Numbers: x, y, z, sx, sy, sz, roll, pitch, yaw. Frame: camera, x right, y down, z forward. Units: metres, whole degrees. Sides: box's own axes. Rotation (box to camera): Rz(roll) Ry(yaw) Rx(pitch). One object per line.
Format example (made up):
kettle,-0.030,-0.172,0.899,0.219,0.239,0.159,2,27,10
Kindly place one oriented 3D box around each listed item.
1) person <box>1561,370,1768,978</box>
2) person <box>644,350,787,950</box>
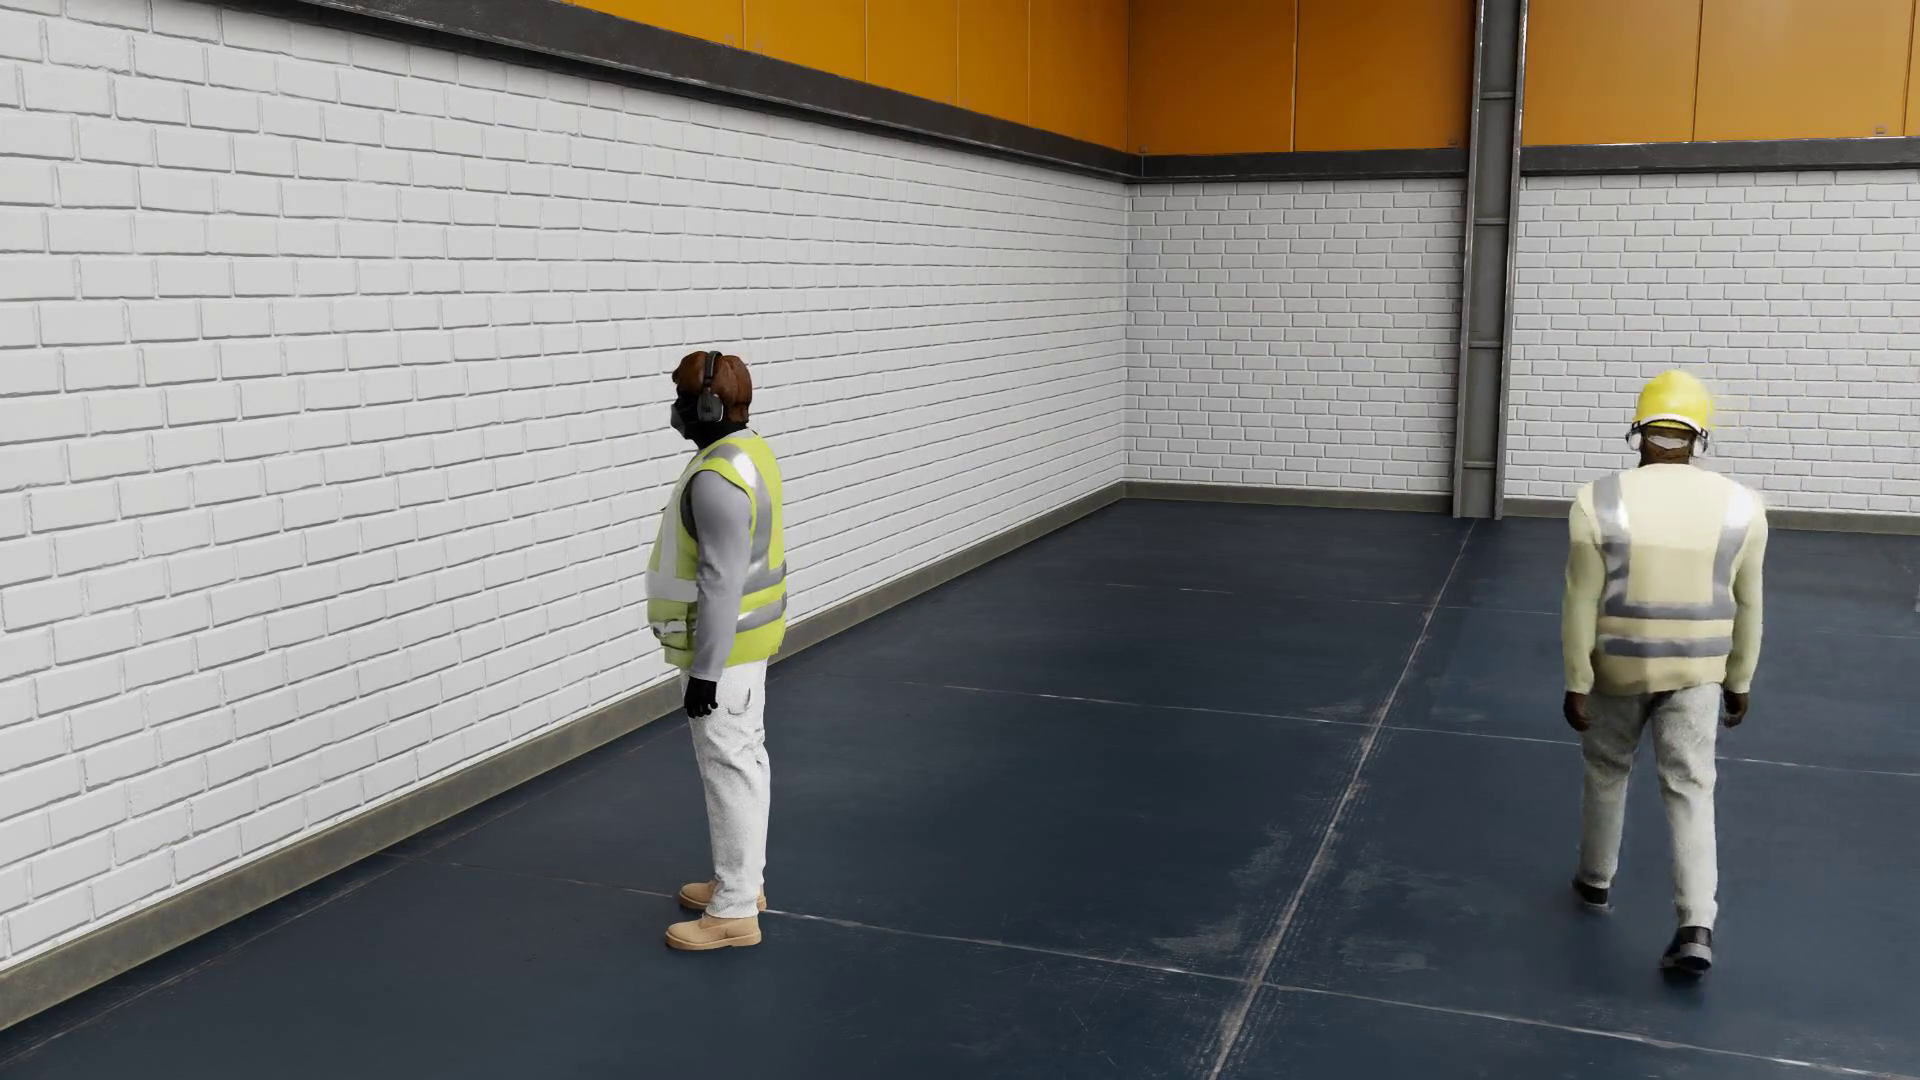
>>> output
person,2.134,0.384,5.060,0.590,1.794,0.924,2,9,10
person,-0.755,0.337,5.168,0.429,1.844,0.626,0,9,0
